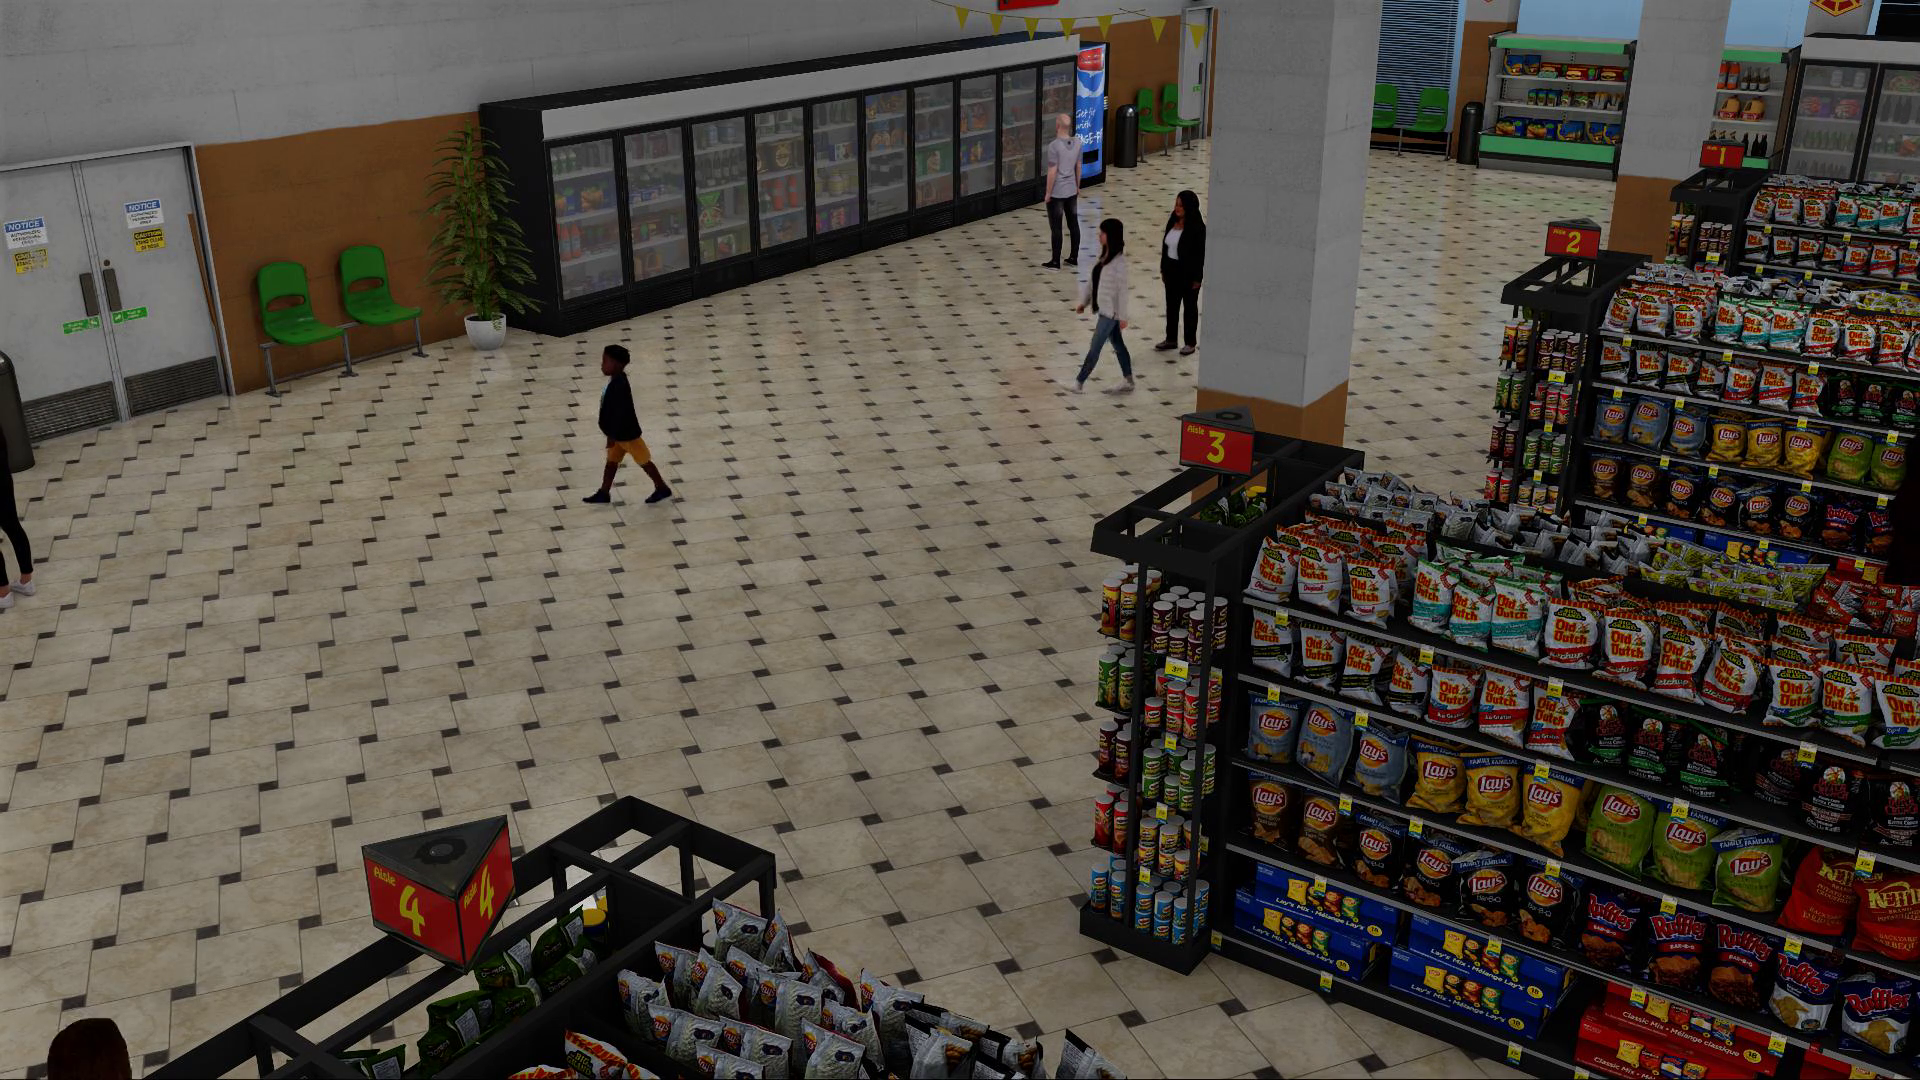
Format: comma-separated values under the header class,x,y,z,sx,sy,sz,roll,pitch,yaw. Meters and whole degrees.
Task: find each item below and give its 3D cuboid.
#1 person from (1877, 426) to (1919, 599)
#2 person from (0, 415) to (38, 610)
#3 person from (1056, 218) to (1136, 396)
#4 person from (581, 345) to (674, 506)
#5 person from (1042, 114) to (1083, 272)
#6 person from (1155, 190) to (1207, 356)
class,x,y,z,sx,sy,sz,roll,pitch,yaw
person,5.754,-0.124,9.967,0.735,1.758,0.749,6,23,14
person,-6.285,-0.392,10.707,0.608,1.704,0.662,7,23,16
person,1.426,-2.085,15.058,1.066,1.602,1.040,-5,23,-13
person,-2.436,-0.828,12.415,0.882,1.239,0.904,-8,23,-18
person,1.224,-4.181,19.959,0.742,1.837,0.707,-15,26,-33
person,2.211,-2.655,16.455,0.599,1.617,0.731,19,29,39
